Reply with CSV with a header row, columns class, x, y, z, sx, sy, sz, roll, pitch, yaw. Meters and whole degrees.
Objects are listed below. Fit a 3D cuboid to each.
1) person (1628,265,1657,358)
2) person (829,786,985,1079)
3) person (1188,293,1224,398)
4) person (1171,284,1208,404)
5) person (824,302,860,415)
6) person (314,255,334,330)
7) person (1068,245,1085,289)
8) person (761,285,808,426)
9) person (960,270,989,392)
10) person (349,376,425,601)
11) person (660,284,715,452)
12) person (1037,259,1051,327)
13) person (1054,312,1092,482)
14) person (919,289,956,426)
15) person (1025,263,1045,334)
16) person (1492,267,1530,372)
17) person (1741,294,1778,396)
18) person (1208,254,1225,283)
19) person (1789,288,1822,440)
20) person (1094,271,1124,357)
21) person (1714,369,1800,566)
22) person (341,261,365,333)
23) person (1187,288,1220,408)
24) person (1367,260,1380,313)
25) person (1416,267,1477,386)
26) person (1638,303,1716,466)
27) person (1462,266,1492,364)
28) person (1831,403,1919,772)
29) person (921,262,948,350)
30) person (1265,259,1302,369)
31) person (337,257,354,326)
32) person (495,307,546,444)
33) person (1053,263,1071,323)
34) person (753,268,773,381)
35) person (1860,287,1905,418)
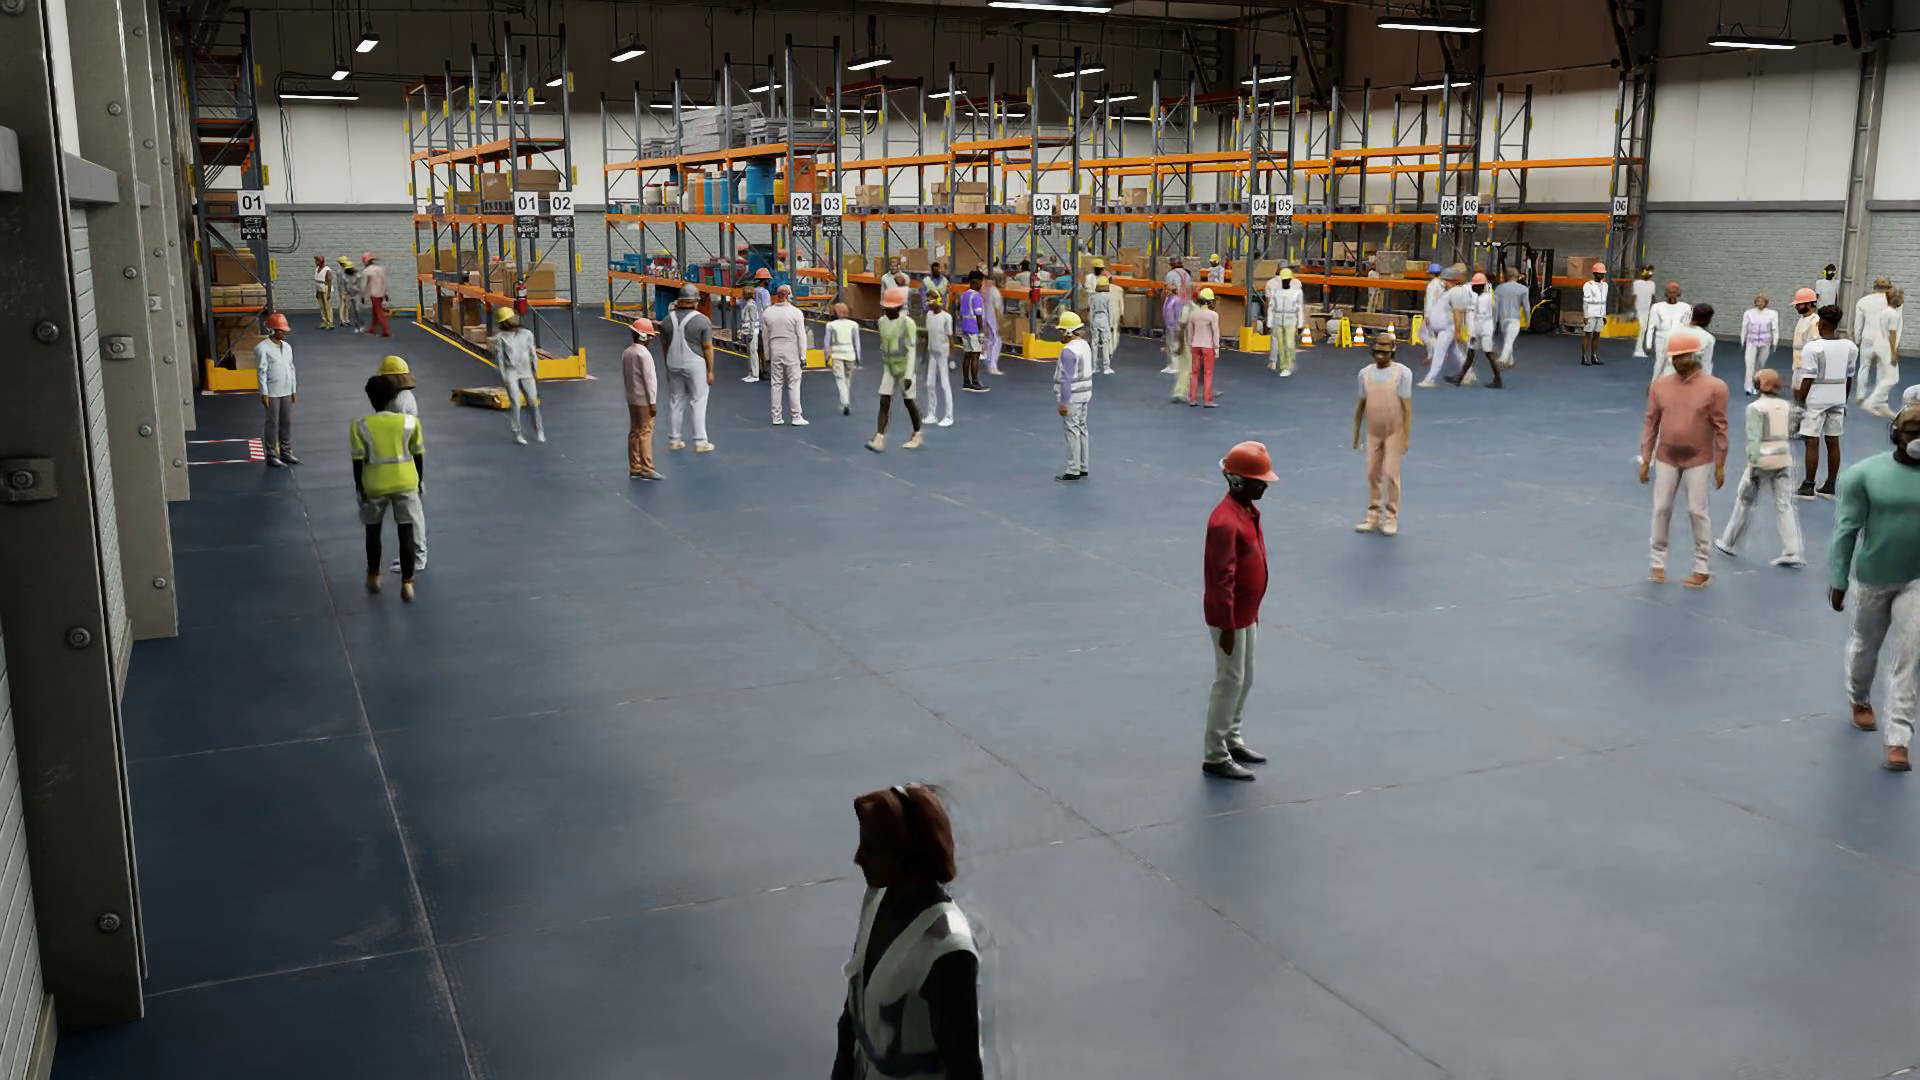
class,x,y,z,sx,sy,sz,roll,pitch,yaw
person,13.695,-4.546,33.133,0.516,1.839,0.686,-4,12,-19
person,-0.136,1.334,3.892,0.876,1.587,0.540,-4,12,-19
person,3.841,-3.007,25.792,0.846,1.641,0.569,10,15,40
person,3.465,-2.957,25.158,0.567,1.801,0.572,5,12,25
person,-1.673,-2.604,23.880,0.521,1.611,0.755,-4,12,-21
person,-15.699,-6.104,41.068,0.563,1.837,0.389,9,14,37
person,3.909,-9.014,55.977,0.744,1.809,0.433,9,14,38
person,-2.356,-2.500,22.580,0.639,1.908,0.409,4,12,20
person,0.228,-3.382,26.925,0.380,1.959,0.603,-6,13,-27
person,-4.306,-0.402,12.529,0.553,1.669,0.780,-5,12,-25
person,-3.268,-2.107,20.240,0.701,2.000,0.536,5,12,24
person,1.981,-6.104,41.321,0.580,1.734,0.423,-4,12,-21
person,1.209,-1.536,17.908,0.404,1.823,0.586,5,12,22
person,-0.304,-2.476,22.612,0.386,1.854,0.607,-8,14,-36
person,1.766,-5.730,39.526,0.540,1.695,0.317,5,12,25
person,10.042,-4.027,30.398,0.640,1.899,1.019,9,14,38
person,12.585,-3.059,26.203,0.531,1.591,0.853,5,12,25
person,6.624,-6.503,43.143,0.404,1.824,0.598,-5,12,-24
person,10.732,-2.234,21.197,0.388,1.924,0.549,1,11,5
person,2.982,-4.551,33.495,0.574,1.706,0.837,-1,11,-6
person,6.626,-0.603,13.716,0.544,1.591,0.856,-4,12,-21
person,-14.605,-5.834,40.003,0.499,1.714,0.632,1,11,3
person,3.631,-2.849,24.712,0.534,1.767,0.319,10,15,41
person,10.889,-6.524,43.717,0.280,1.636,0.500,10,15,42
person,8.180,-3.569,27.670,1.008,2.000,0.686,1,11,3
person,8.111,-1.735,18.788,0.437,1.872,0.734,-9,14,-37
person,9.912,-4.342,32.052,0.593,1.866,0.679,0,11,-2
person,5.005,0.196,8.902,0.638,1.898,1.010,4,12,22
person,-0.539,-4.850,34.663,0.601,1.863,1.021,-3,12,-16
person,5.965,-4.187,30.811,0.673,2.000,0.535,0,11,1
person,-15.692,-6.344,42.479,0.322,1.765,0.535,1,11,7
person,-5.479,-2.053,20.809,0.588,1.708,0.421,-5,12,-24
person,2.433,-5.465,38.113,0.590,1.724,0.701,-3,11,-13
person,-3.374,-3.703,28.612,0.359,1.938,0.545,-8,14,-35
person,13.027,-2.621,23.366,0.468,1.839,0.562,3,11,13
